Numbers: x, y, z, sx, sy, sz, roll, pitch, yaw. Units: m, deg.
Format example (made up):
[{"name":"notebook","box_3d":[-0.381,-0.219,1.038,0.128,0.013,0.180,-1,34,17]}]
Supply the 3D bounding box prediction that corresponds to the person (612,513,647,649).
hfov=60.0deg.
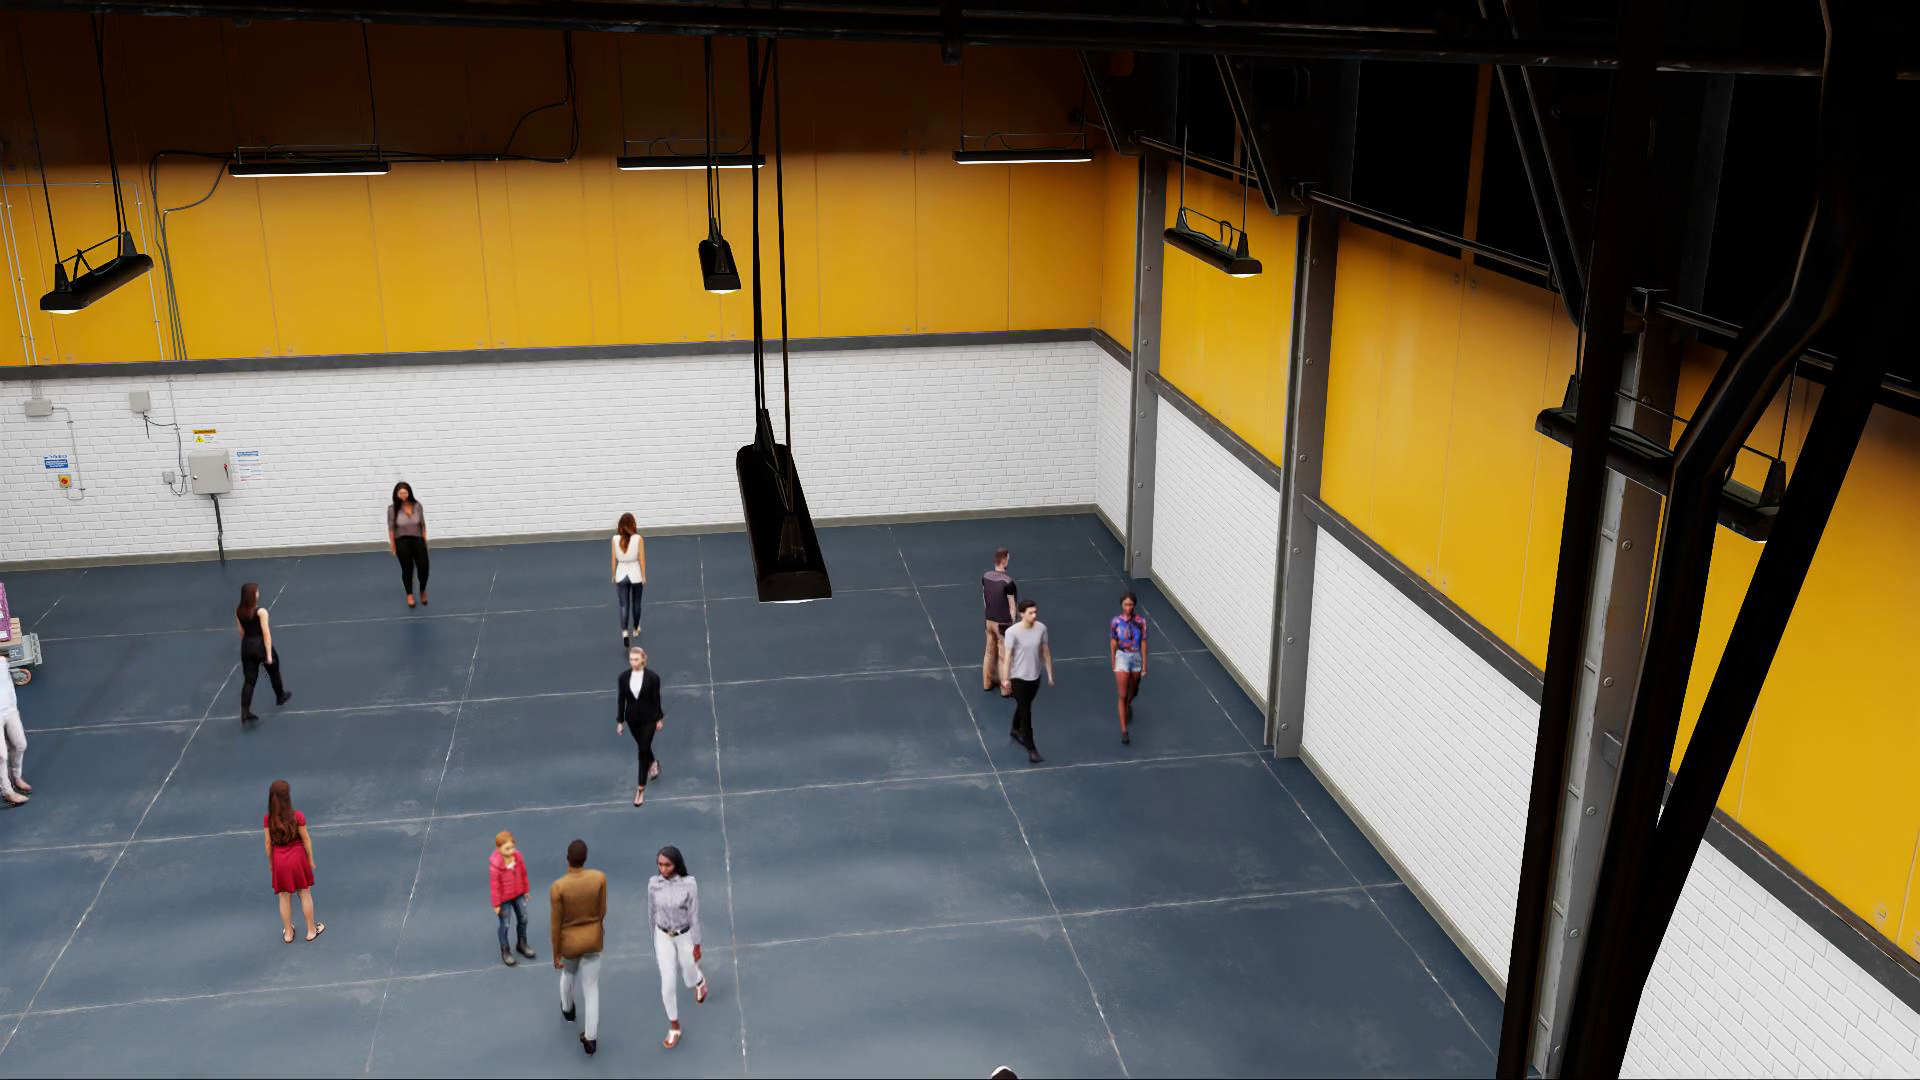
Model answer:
[{"name":"person","box_3d":[-4.310,0.538,21.564,0.674,1.761,1.057,-1,19,-3]}]

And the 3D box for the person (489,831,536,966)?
[{"name":"person","box_3d":[-3.966,3.123,14.604,0.657,1.305,0.609,17,25,40]}]

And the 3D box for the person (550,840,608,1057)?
[{"name":"person","box_3d":[-3.009,3.294,13.343,0.770,1.784,1.072,-8,20,-23]}]

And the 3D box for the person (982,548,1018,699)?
[{"name":"person","box_3d":[0.473,0.980,20.122,0.835,1.844,0.729,-17,25,-41]}]

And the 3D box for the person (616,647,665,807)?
[{"name":"person","box_3d":[-3.353,1.910,17.641,0.852,1.665,1.156,2,19,7]}]

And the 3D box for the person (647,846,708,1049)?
[{"name":"person","box_3d":[-2.289,3.251,13.598,0.775,1.703,1.004,3,19,8]}]

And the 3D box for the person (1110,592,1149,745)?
[{"name":"person","box_3d":[1.935,1.404,19.074,0.678,1.708,1.149,-1,19,-3]}]

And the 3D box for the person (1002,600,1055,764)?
[{"name":"person","box_3d":[0.696,1.514,18.572,0.936,1.821,1.256,-10,21,-26]}]

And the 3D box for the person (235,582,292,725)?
[{"name":"person","box_3d":[-8.232,1.344,19.350,0.875,1.646,1.229,4,19,10]}]

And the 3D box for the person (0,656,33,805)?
[{"name":"person","box_3d":[-10.136,1.866,17.440,0.906,1.876,0.847,4,19,12]}]

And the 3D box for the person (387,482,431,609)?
[{"name":"person","box_3d":[-7.598,0.052,22.905,0.758,1.825,0.773,-10,21,-27]}]

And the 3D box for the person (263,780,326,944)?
[{"name":"person","box_3d":[-6.022,2.878,14.942,0.533,1.553,0.588,-3,19,-9]}]
